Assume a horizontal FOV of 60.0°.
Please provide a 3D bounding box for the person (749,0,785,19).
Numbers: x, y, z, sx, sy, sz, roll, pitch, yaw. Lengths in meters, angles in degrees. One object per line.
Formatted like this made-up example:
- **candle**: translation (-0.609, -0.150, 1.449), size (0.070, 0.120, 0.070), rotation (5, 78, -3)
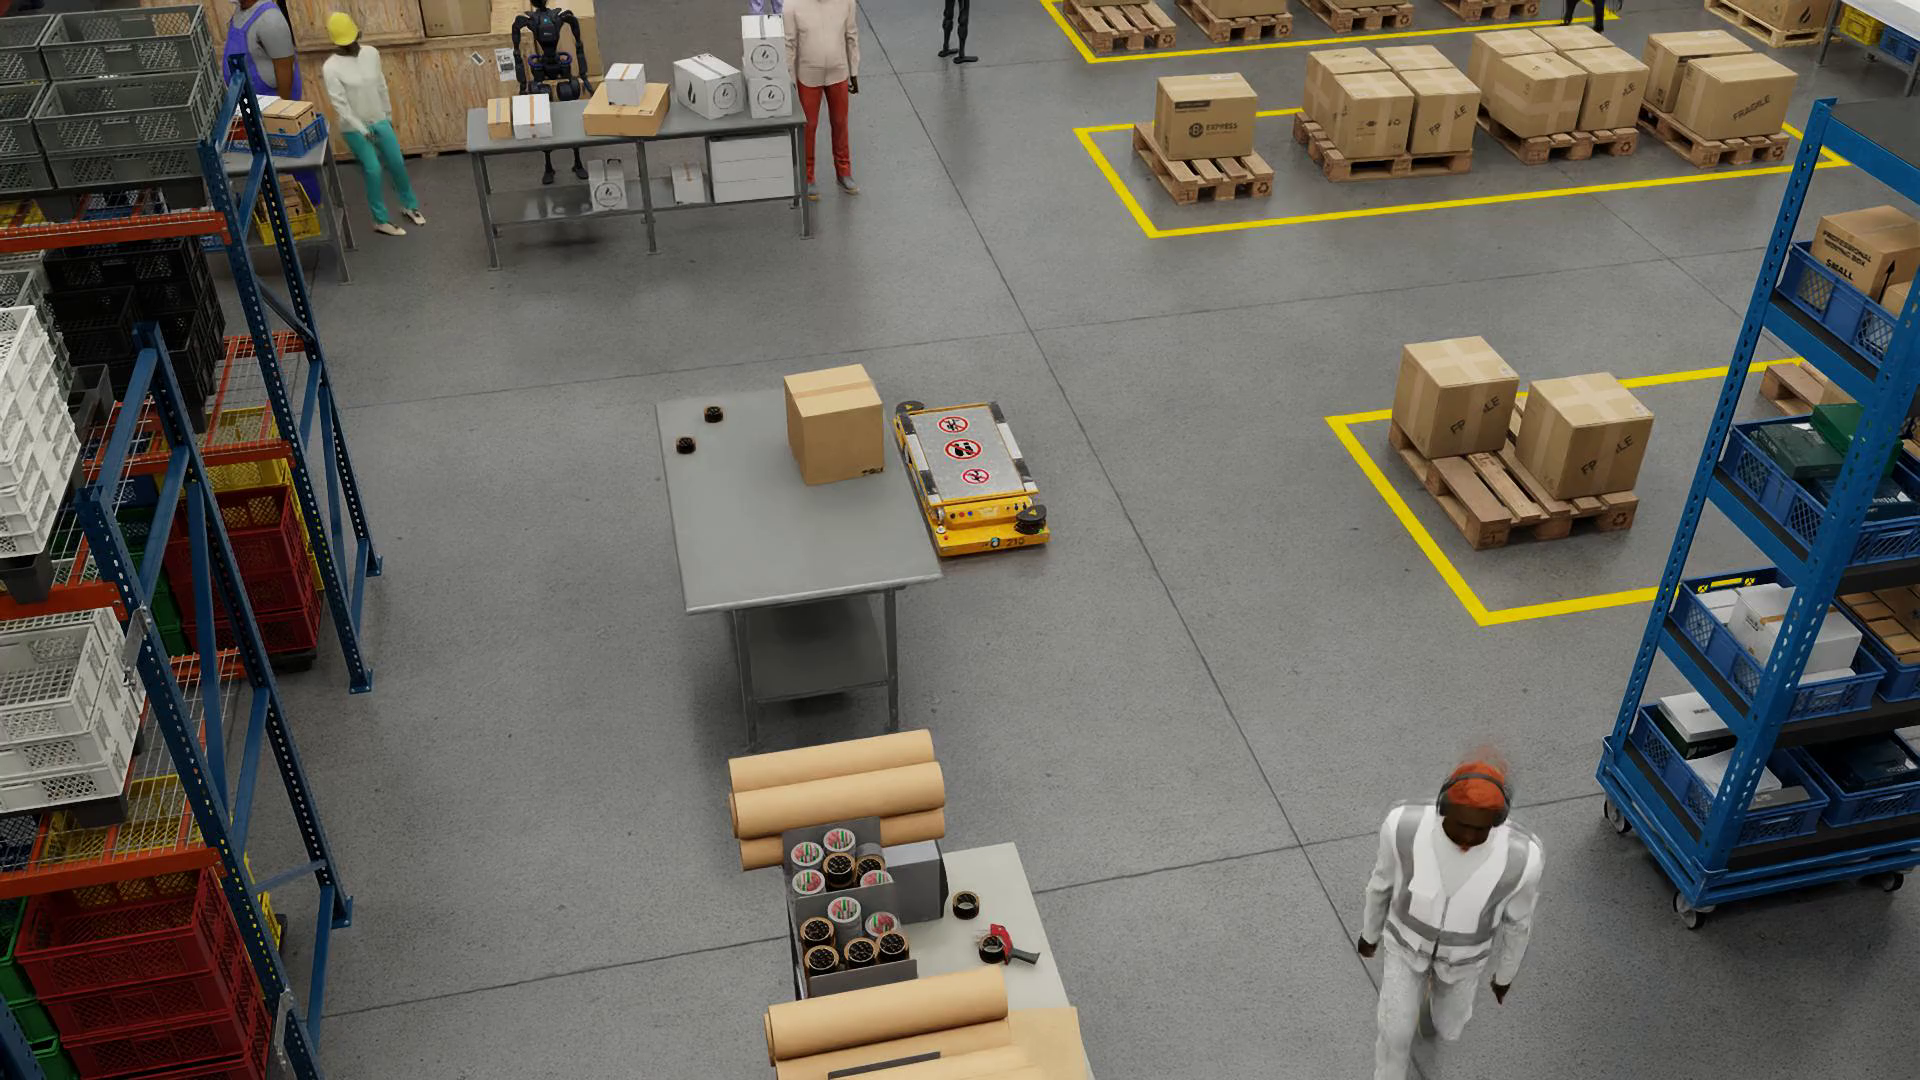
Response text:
- **person**: translation (-1.851, -5.424, 15.454), size (0.593, 1.925, 0.366), rotation (-21, 41, -26)

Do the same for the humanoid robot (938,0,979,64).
- **humanoid robot**: translation (-0.011, -5.315, 15.510), size (0.343, 1.657, 0.618), rotation (-22, 42, -27)

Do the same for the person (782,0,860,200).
- **person**: translation (-1.072, -3.631, 12.997), size (0.615, 1.986, 0.397), rotation (-14, 39, -18)

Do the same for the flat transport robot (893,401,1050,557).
- **flat transport robot**: translation (0.046, -0.430, 10.108), size (0.652, 0.197, 1.431), rotation (-8, 37, -10)

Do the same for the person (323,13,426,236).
- **person**: translation (-4.413, -3.102, 12.494), size (0.447, 1.730, 0.549), rotation (21, 42, 26)

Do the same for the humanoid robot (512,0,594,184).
- **humanoid robot**: translation (-3.246, -3.671, 13.297), size (0.612, 1.656, 0.318), rotation (-12, 38, -16)

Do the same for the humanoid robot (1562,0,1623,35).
- **humanoid robot**: translation (5.766, -5.110, 15.254), size (0.657, 1.628, 0.414), rotation (5, 37, 6)

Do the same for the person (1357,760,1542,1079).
- **person**: translation (1.797, 1.485, 6.226), size (0.589, 1.859, 0.782), rotation (13, 39, 17)

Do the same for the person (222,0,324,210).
- **person**: translation (-5.294, -3.435, 12.687), size (0.536, 2.000, 0.676), rotation (-23, 42, -28)
